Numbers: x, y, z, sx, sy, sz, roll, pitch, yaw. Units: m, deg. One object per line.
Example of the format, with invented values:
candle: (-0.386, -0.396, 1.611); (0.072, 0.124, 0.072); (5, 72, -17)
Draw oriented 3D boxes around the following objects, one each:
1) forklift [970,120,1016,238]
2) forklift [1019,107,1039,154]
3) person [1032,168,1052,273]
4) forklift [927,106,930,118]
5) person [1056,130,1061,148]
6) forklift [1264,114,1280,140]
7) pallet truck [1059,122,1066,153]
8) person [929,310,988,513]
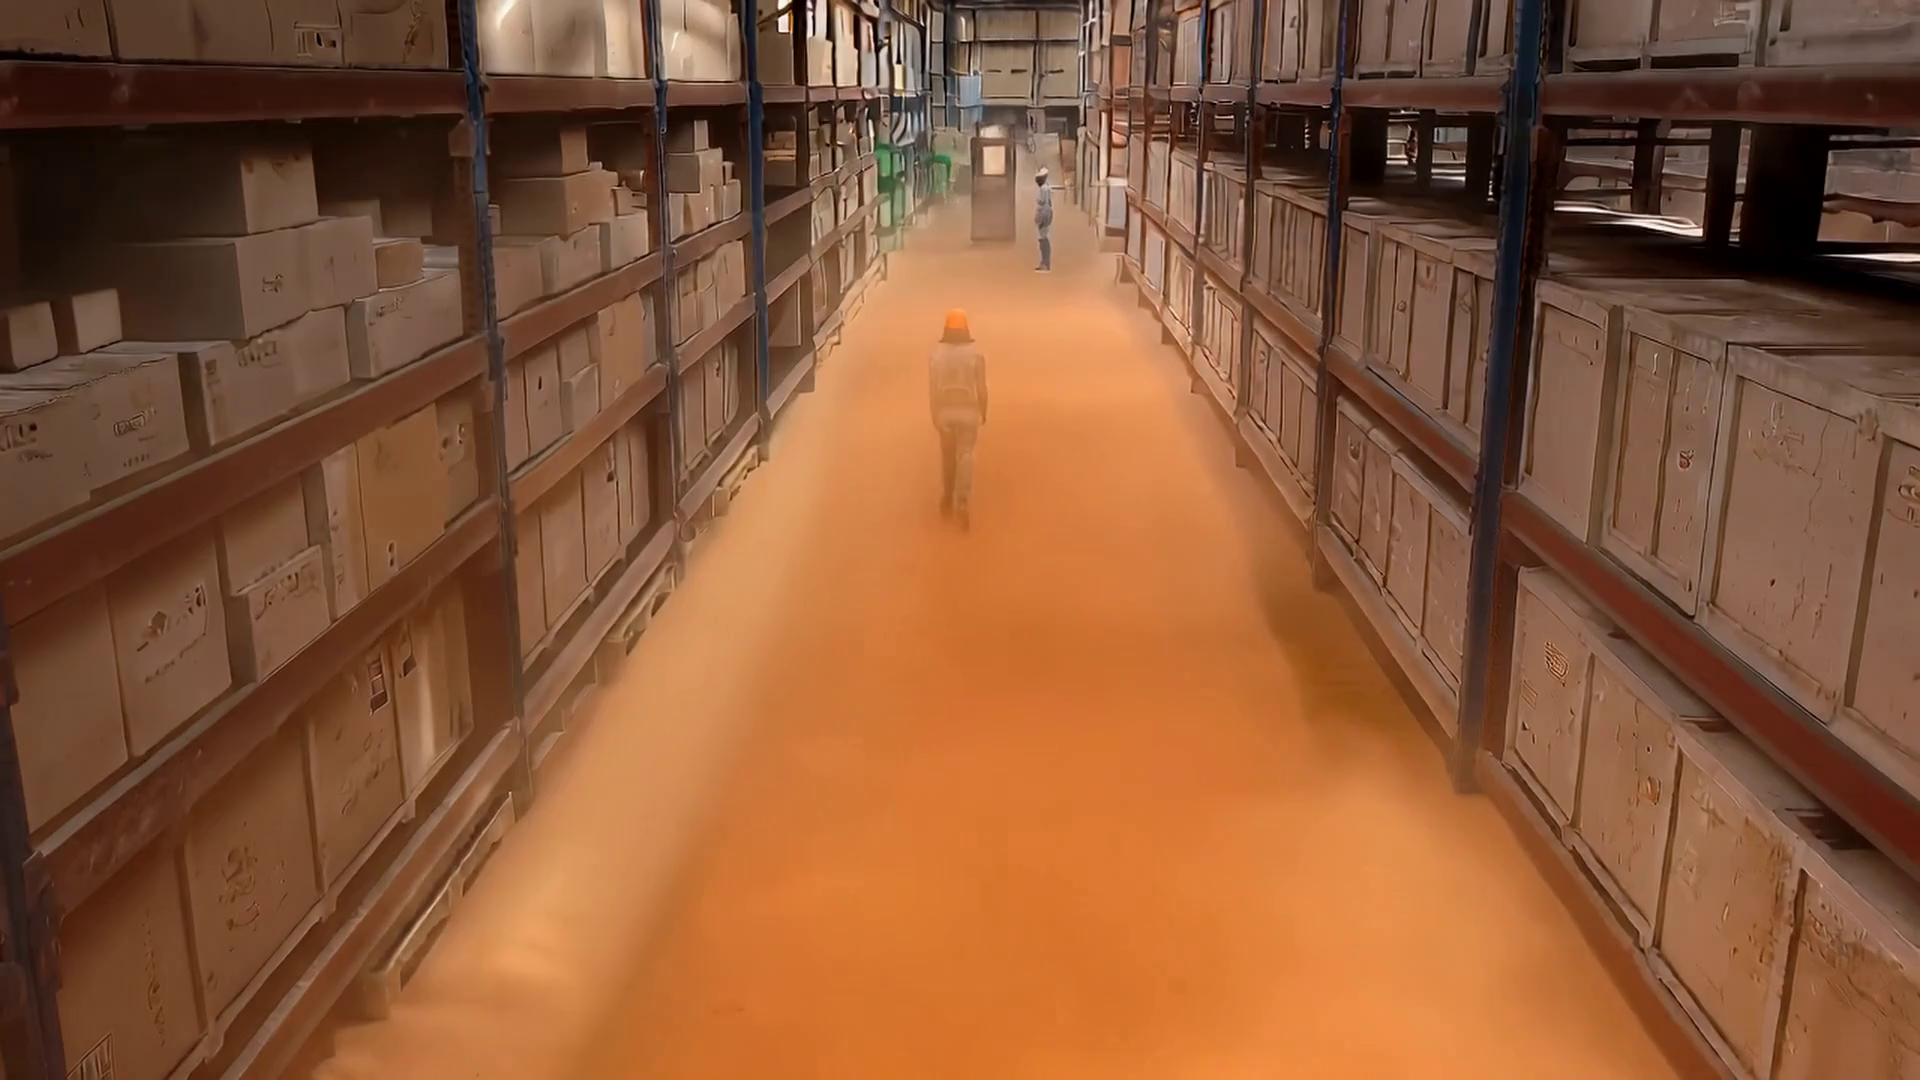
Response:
forklift: (0.829, -8.917, 40.968); (1.129, 2.768, 1.873); (0, 15, 1)
forklift: (3.381, -19.719, 81.158); (1.129, 2.768, 1.873); (-7, 17, -24)
person: (1.620, -6.313, 32.867); (0.378, 2.045, 0.605); (4, 16, 14)
forklift: (-1.918, -21.452, 87.608); (1.129, 2.768, 1.873); (0, 15, 2)
person: (5.061, -20.421, 86.138); (0.312, 1.635, 0.511); (5, 16, 17)
forklift: (11.018, -13.913, 59.559); (1.129, 2.768, 1.873); (0, 15, 2)
pallet truck: (5.788, -21.111, 88.014); (1.885, 1.965, 0.823); (5, 16, 18)
person: (-0.012, -1.105, 14.164); (0.495, 1.691, 0.939); (0, 15, 0)
